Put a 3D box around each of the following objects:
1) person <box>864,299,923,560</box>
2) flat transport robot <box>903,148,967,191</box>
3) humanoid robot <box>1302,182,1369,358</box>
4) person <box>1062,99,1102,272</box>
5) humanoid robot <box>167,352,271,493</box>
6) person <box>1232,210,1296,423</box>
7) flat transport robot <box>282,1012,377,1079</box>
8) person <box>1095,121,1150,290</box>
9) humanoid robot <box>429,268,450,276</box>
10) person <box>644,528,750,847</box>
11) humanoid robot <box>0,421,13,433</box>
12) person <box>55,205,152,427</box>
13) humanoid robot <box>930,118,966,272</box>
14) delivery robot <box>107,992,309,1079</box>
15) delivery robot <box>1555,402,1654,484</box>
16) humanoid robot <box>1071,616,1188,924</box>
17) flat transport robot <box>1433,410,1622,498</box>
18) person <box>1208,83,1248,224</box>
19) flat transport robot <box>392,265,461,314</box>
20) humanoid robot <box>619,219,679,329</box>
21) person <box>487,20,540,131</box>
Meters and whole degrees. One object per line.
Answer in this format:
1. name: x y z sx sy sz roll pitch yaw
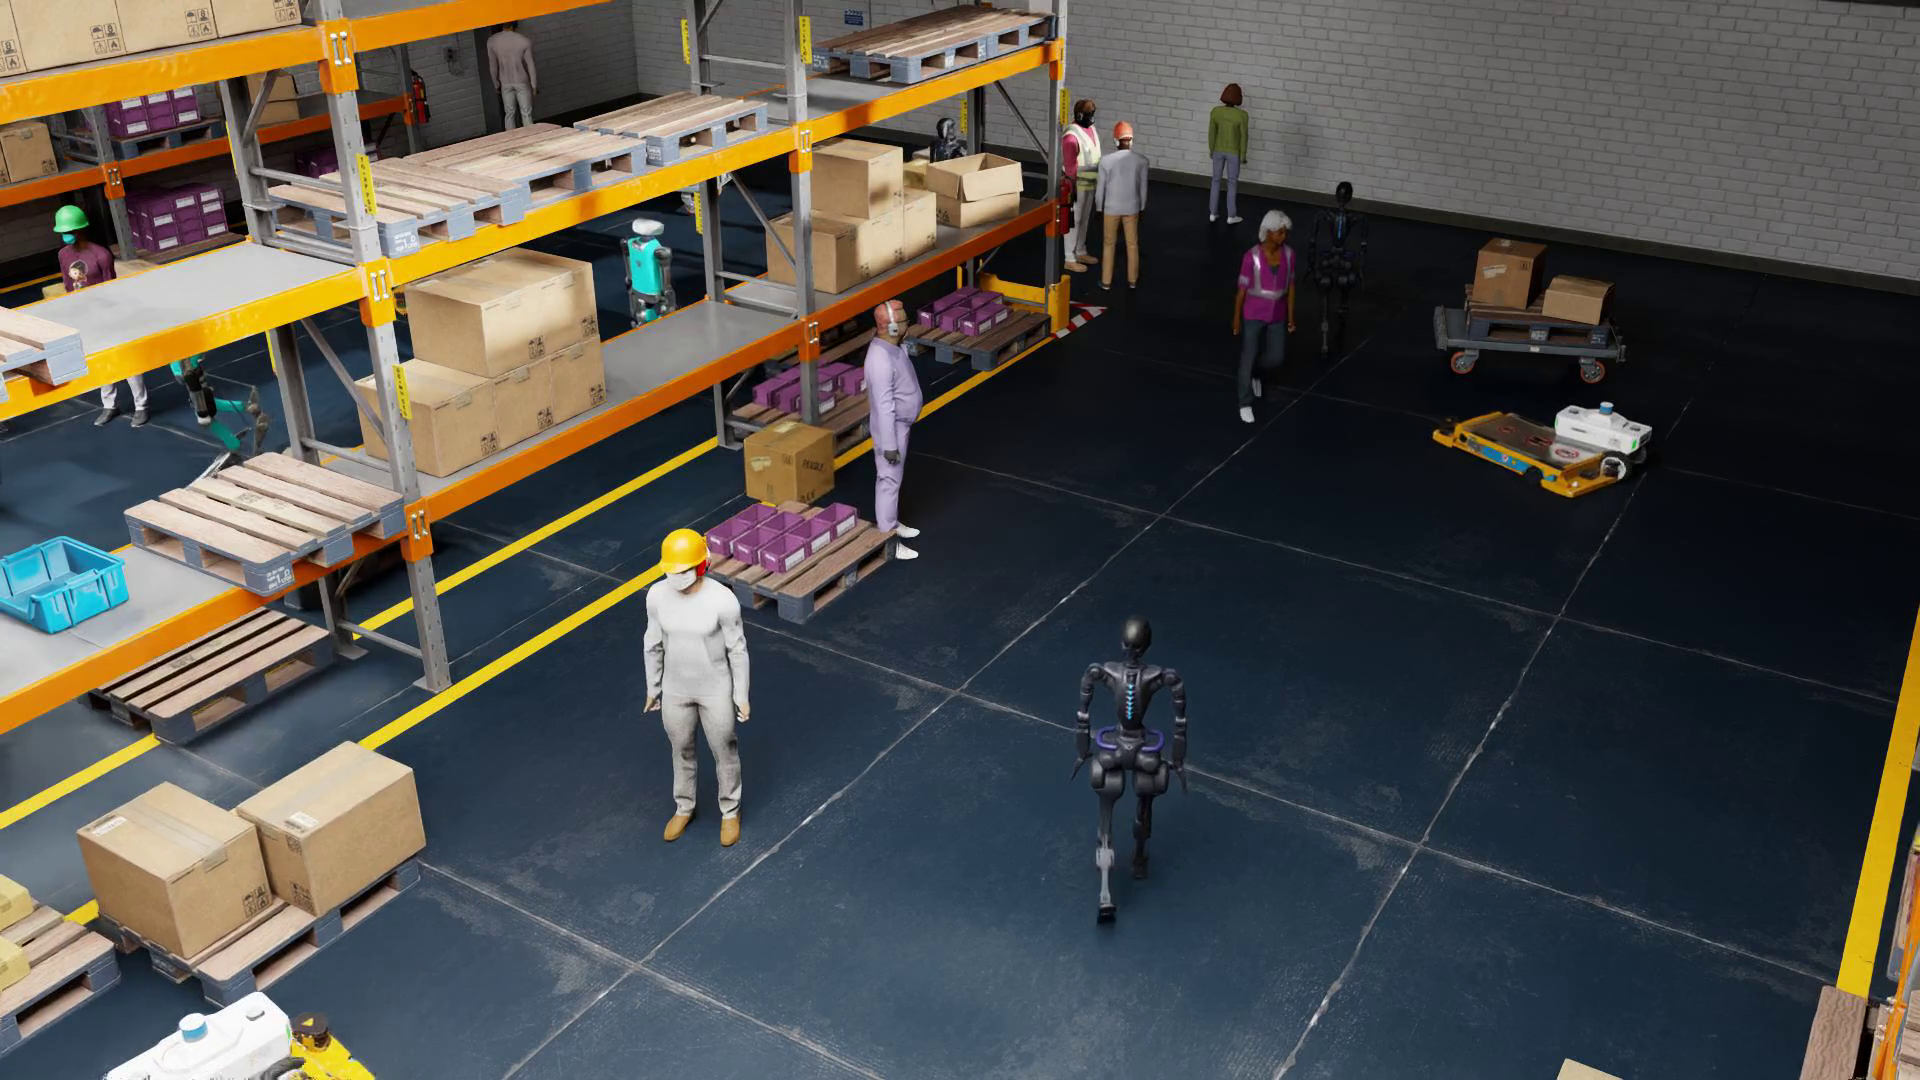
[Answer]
1. person: -0.469 -0.802 11.965 0.413 1.913 0.650 1 27 1
2. flat transport robot: -0.491 -3.668 19.426 1.431 0.231 0.659 20 33 34
3. humanoid robot: 3.567 -2.593 15.810 0.584 1.627 0.803 5 27 10
4. person: 1.330 -3.859 18.065 0.429 1.840 0.633 12 29 23
5. humanoid robot: -5.691 -1.110 12.773 1.015 1.742 0.549 -15 30 -27
6. person: 2.601 -1.957 14.316 0.569 1.839 0.519 -6 28 -12
7. flat transport robot: -3.245 2.588 7.099 0.659 0.231 1.431 23 35 38
8. person: 1.692 -3.520 17.509 0.562 1.740 0.366 -5 27 -10
9. humanoid robot: -5.169 -2.951 16.466 0.470 1.646 0.615 2 27 4
10. person: -1.397 0.788 8.850 0.573 1.894 0.375 4 27 9
11. humanoid robot: -8.214 -1.635 13.797 0.707 1.794 0.531 -15 31 -27
12. person: -7.285 -1.890 14.082 0.487 1.942 0.436 4 27 7
13. humanoid robot: -0.109 -3.790 18.122 0.596 1.638 0.372 22 34 37
14. delivery robot: -3.287 2.334 7.300 0.499 0.610 0.811 22 34 36
15. delivery robot: 5.203 -0.834 13.509 0.756 0.580 0.499 23 35 38
16. humanoid robot: 0.860 1.151 8.424 0.608 1.642 0.739 4 27 7
17. flat transport robot: 4.658 -0.736 13.648 0.659 0.231 1.431 -17 31 -30
18. person: 3.169 -4.577 19.706 0.500 1.631 0.285 18 32 31
19. flat transport robot: -5.289 -2.659 17.437 1.431 0.231 0.659 -19 33 -33
20. humanoid robot: -2.555 -1.990 14.519 0.557 1.743 1.037 17 32 30
21. person: -6.014 -6.170 22.513 0.636 1.938 0.359 1 27 2
